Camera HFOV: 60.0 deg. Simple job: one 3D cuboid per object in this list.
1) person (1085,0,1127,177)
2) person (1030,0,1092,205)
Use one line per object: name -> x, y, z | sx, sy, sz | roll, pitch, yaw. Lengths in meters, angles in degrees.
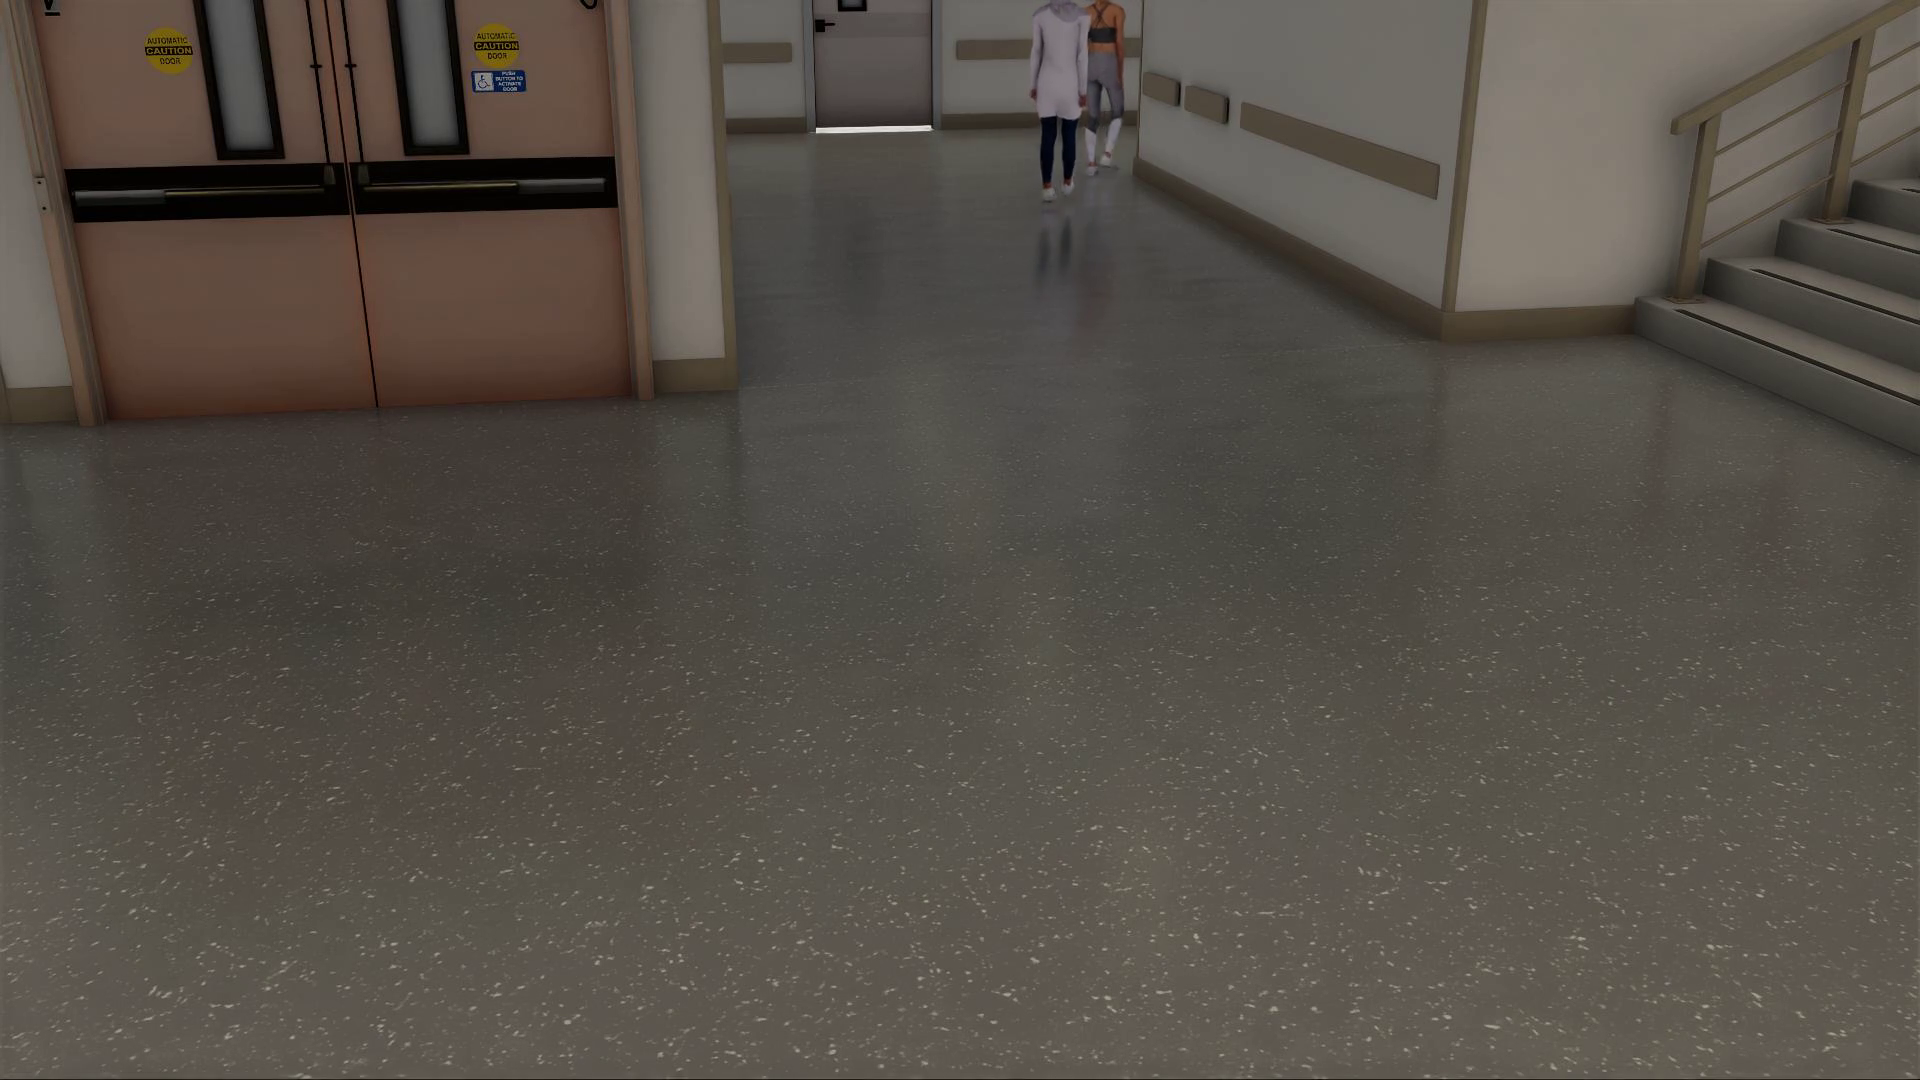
person -> 1.184, -3.960, 14.196 | 0.687, 1.692, 0.759 | 9, 23, 22
person -> 0.736, -3.413, 12.693 | 1.157, 1.734, 0.979 | 5, 21, 12
